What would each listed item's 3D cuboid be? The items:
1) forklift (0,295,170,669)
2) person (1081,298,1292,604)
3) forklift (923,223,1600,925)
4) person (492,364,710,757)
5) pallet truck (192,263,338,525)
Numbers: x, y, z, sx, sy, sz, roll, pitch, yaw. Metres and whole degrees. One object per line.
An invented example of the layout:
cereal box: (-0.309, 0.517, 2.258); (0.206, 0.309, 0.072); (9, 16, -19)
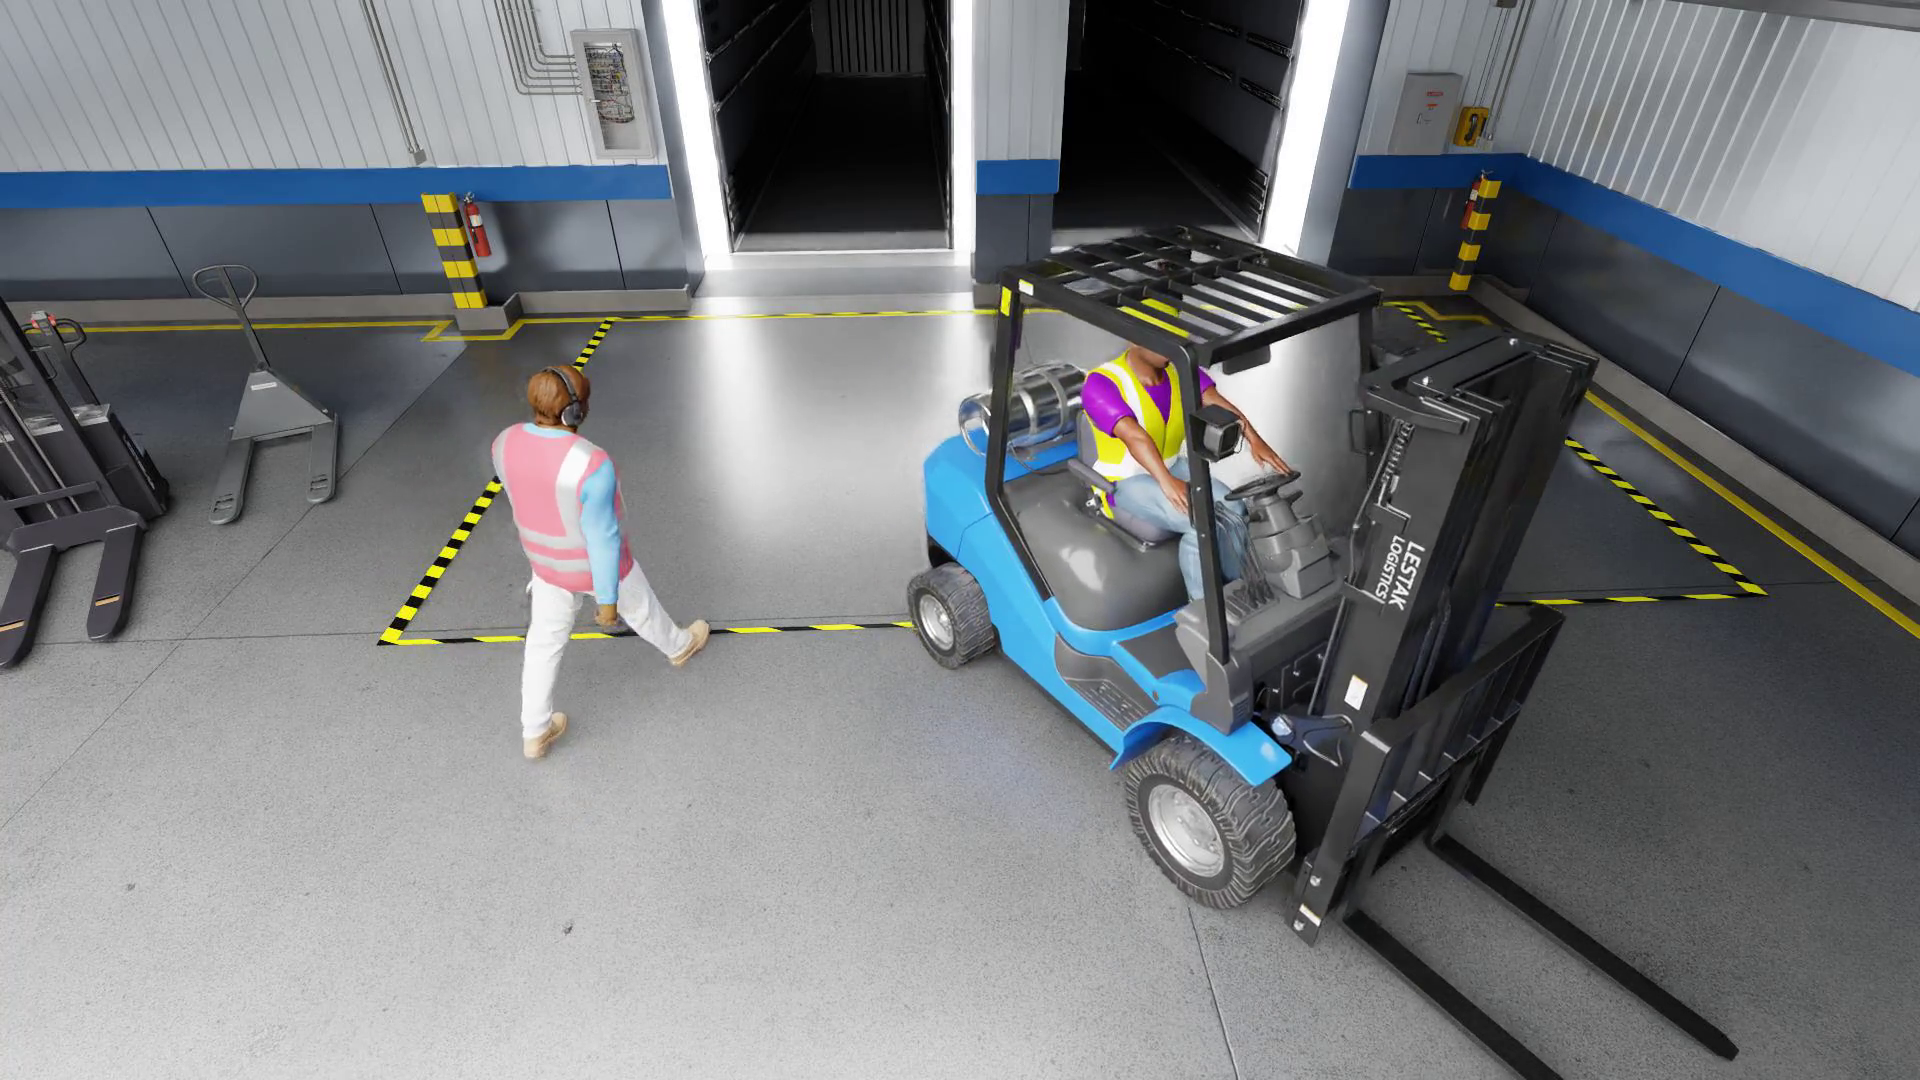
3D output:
forklift: (-5.212, -0.618, 4.878); (0.823, 1.965, 1.885); (-20, 39, -26)
person: (0.946, -0.269, 3.738); (0.635, 1.294, 1.004); (-22, 41, -29)
forklift: (0.917, -0.145, 3.888); (1.157, 2.036, 2.680); (-22, 41, -29)
person: (-1.675, 0.065, 4.105); (0.643, 1.767, 1.084); (12, 37, 17)
pallet truck: (-4.778, -1.027, 6.128); (0.680, 1.201, 1.601); (-17, 38, -23)
